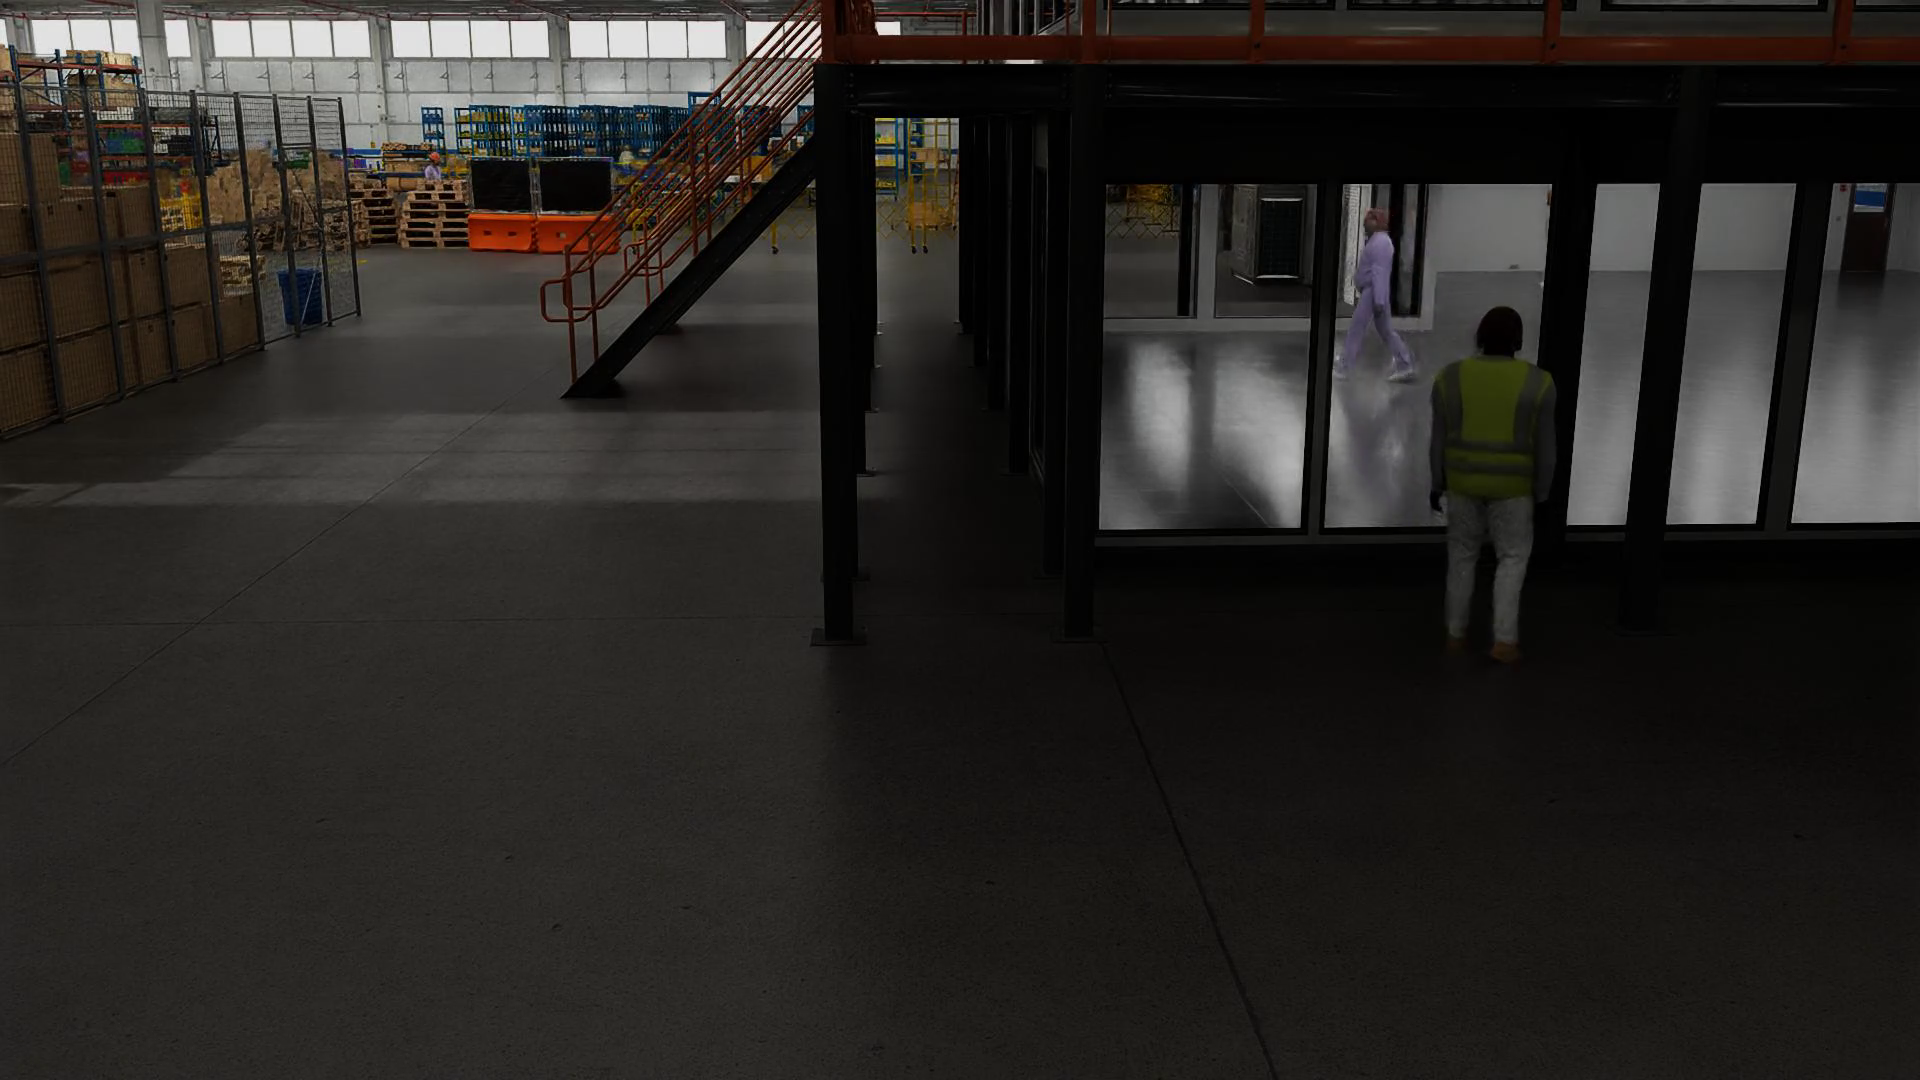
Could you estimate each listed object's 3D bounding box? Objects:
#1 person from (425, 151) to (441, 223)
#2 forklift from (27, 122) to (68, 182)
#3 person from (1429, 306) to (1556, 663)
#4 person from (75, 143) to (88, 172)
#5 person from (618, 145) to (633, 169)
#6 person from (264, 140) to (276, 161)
[{"bbox_3d":[-13.950,-9.310,44.263,0.407,2.037,0.618,3,14,12],"label":"person"},{"bbox_3d":[-35.376,-14.773,64.377,1.129,2.768,1.873,-1,14,-2],"label":"forklift"},{"bbox_3d":[2.736,-0.284,8.595,0.628,1.847,0.429,7,16,26],"label":"person"},{"bbox_3d":[-39.679,-16.977,75.200,0.562,1.895,0.983,-1,14,-3],"label":"person"},{"bbox_3d":[-15.422,-17.342,76.893,0.658,1.781,0.932,-12,18,-39],"label":"person"},{"bbox_3d":[-34.606,-19.068,83.463,0.437,1.929,0.636,9,16,31],"label":"person"}]
